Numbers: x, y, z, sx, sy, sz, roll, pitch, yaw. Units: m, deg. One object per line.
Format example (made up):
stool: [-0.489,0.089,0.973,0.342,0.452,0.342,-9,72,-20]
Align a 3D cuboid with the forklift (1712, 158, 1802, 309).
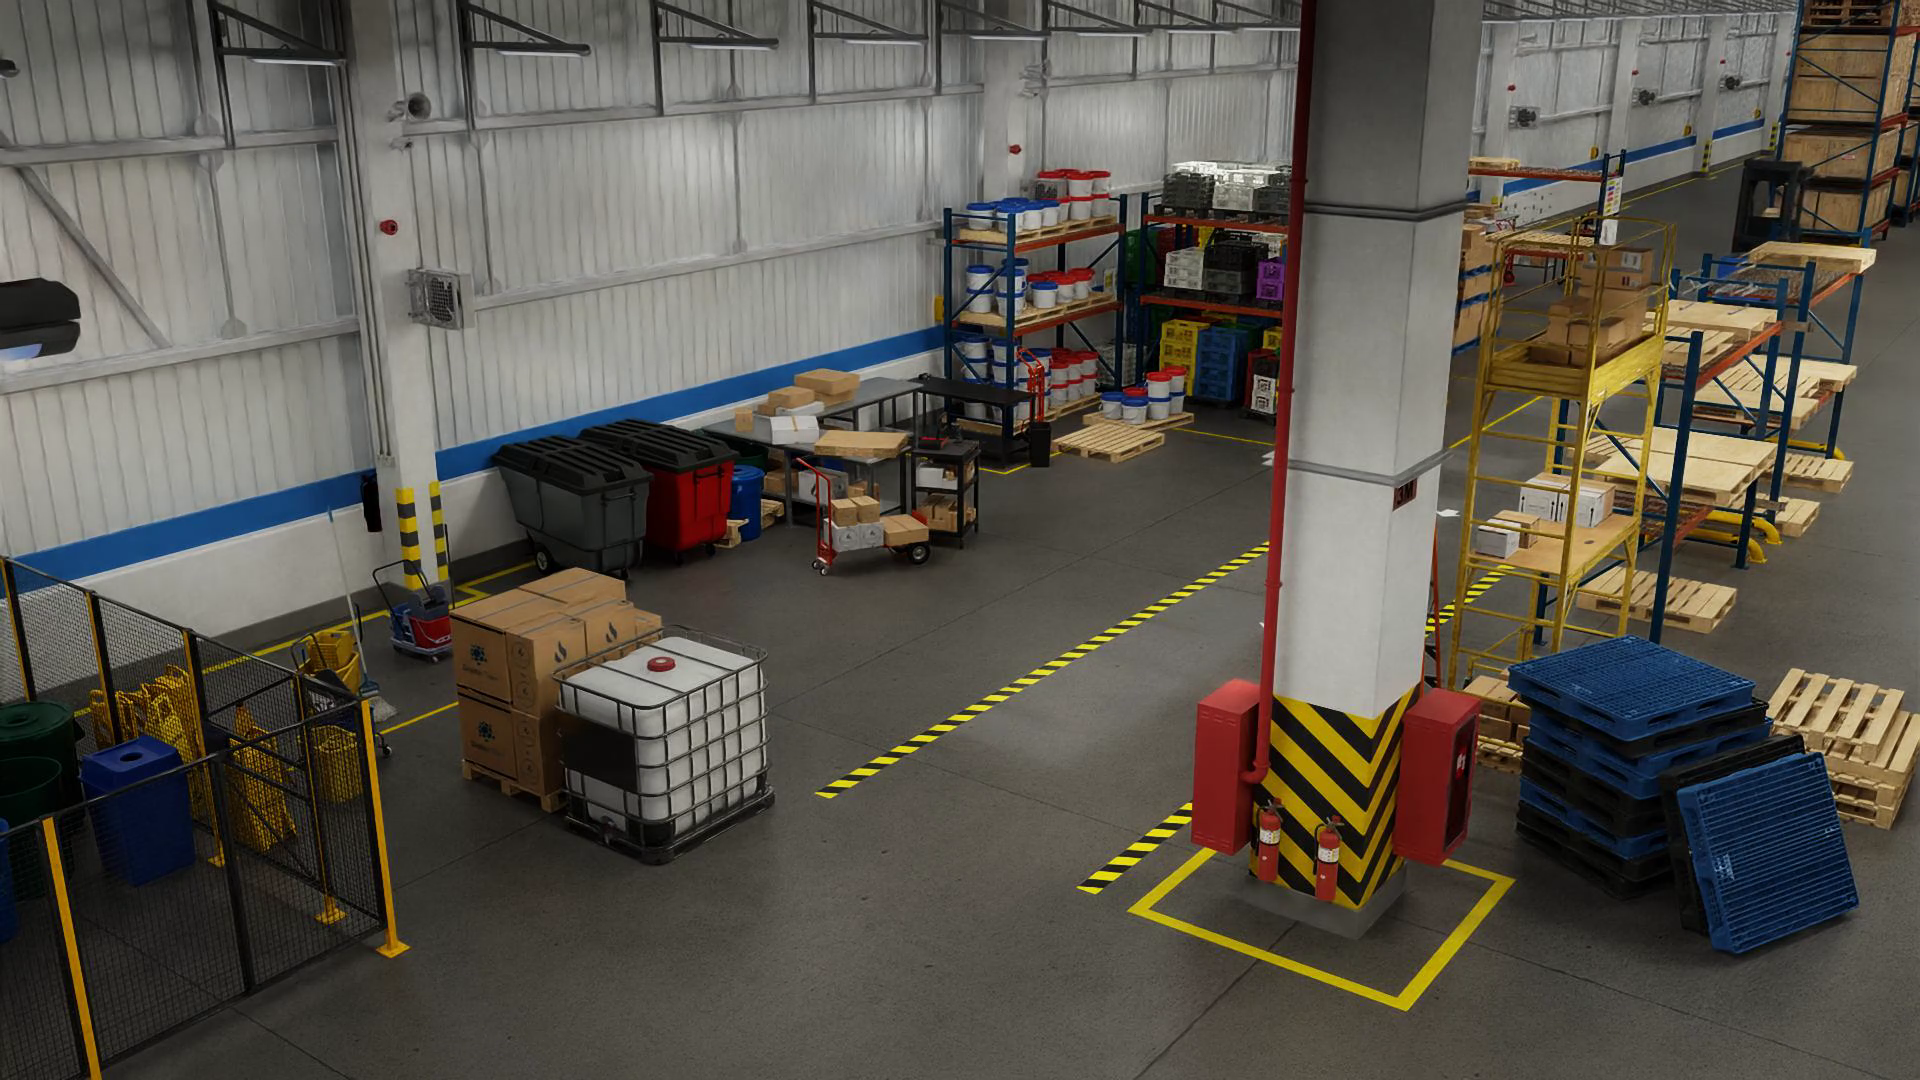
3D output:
forklift: [14.921,-5.662,30.950,1.129,2.768,1.873,13,22,34]
